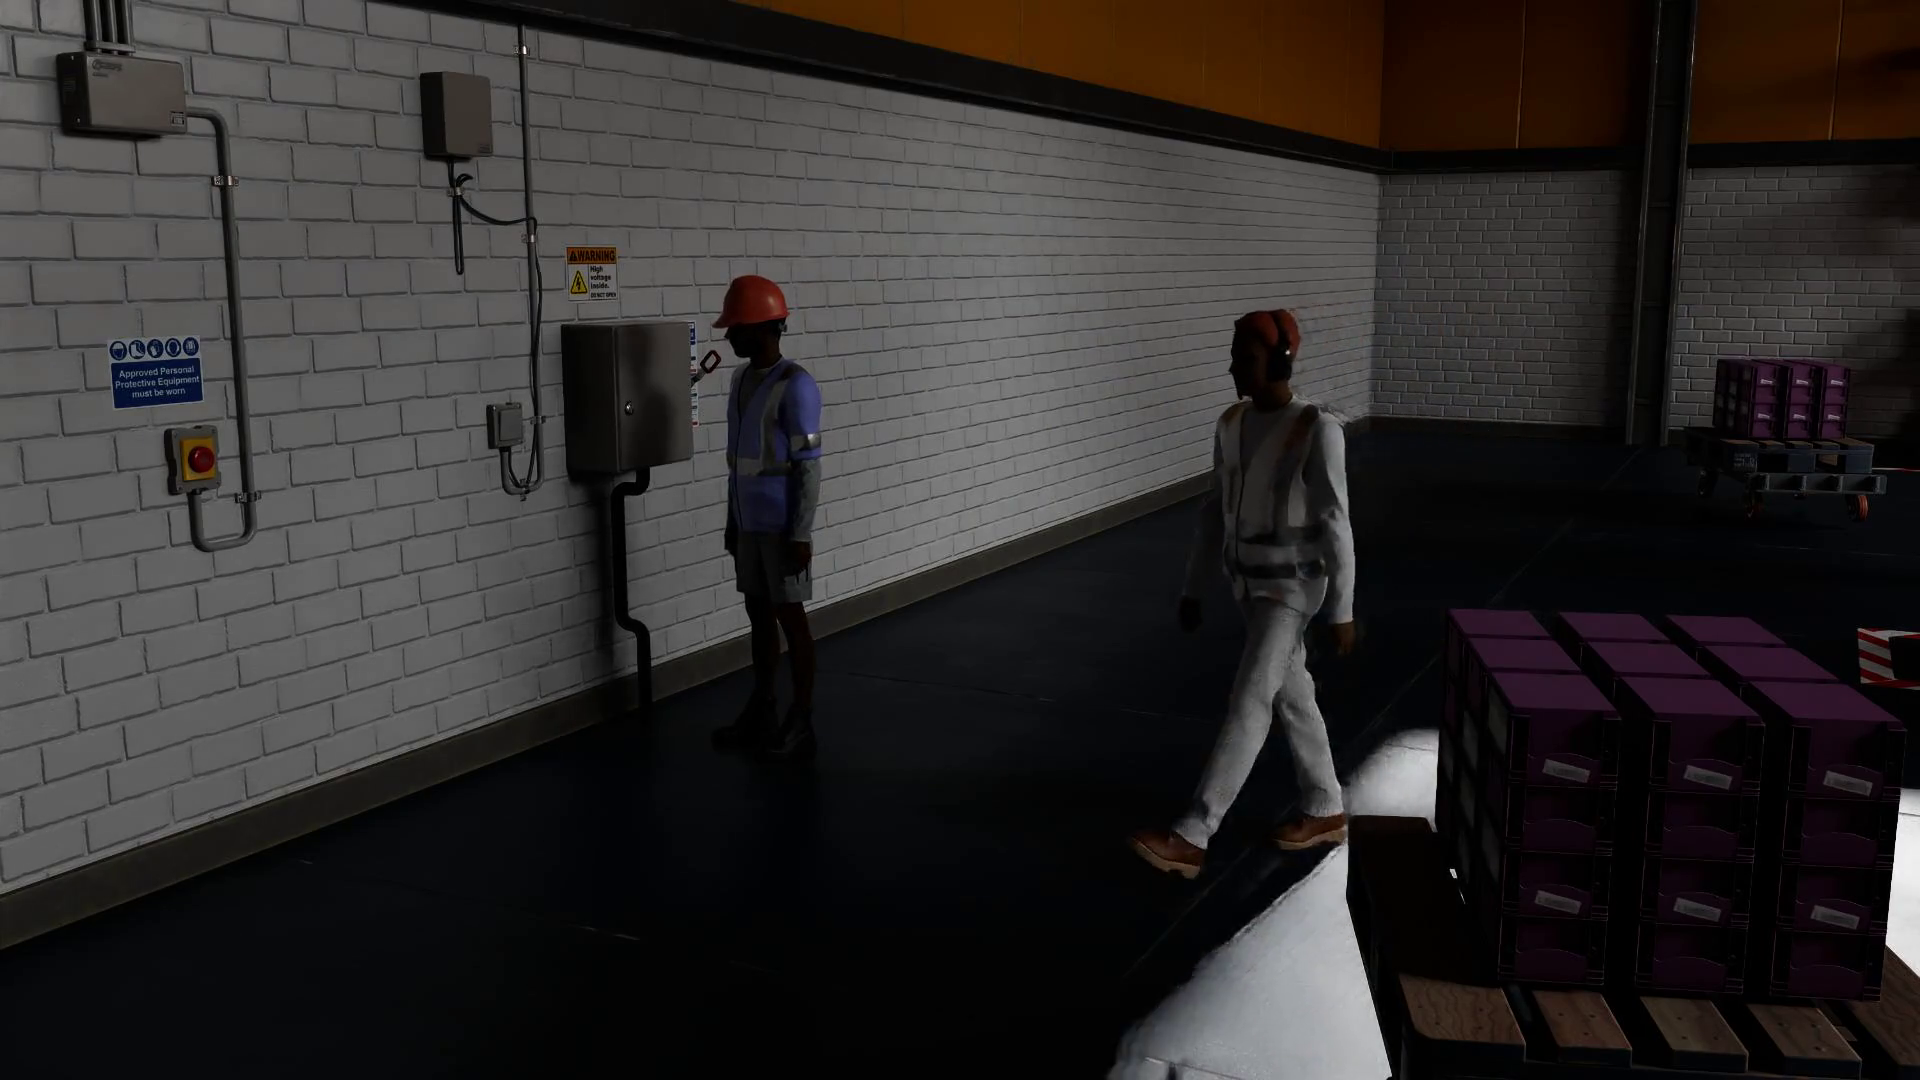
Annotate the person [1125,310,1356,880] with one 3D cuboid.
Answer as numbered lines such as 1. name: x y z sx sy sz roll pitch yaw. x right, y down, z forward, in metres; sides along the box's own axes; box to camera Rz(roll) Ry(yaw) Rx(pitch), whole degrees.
1. person: 0.940 0.179 5.436 0.980 1.829 0.600 -4 11 -24

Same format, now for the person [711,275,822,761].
1. person: -0.780 -0.082 6.662 0.376 1.933 0.544 -8 12 -38
